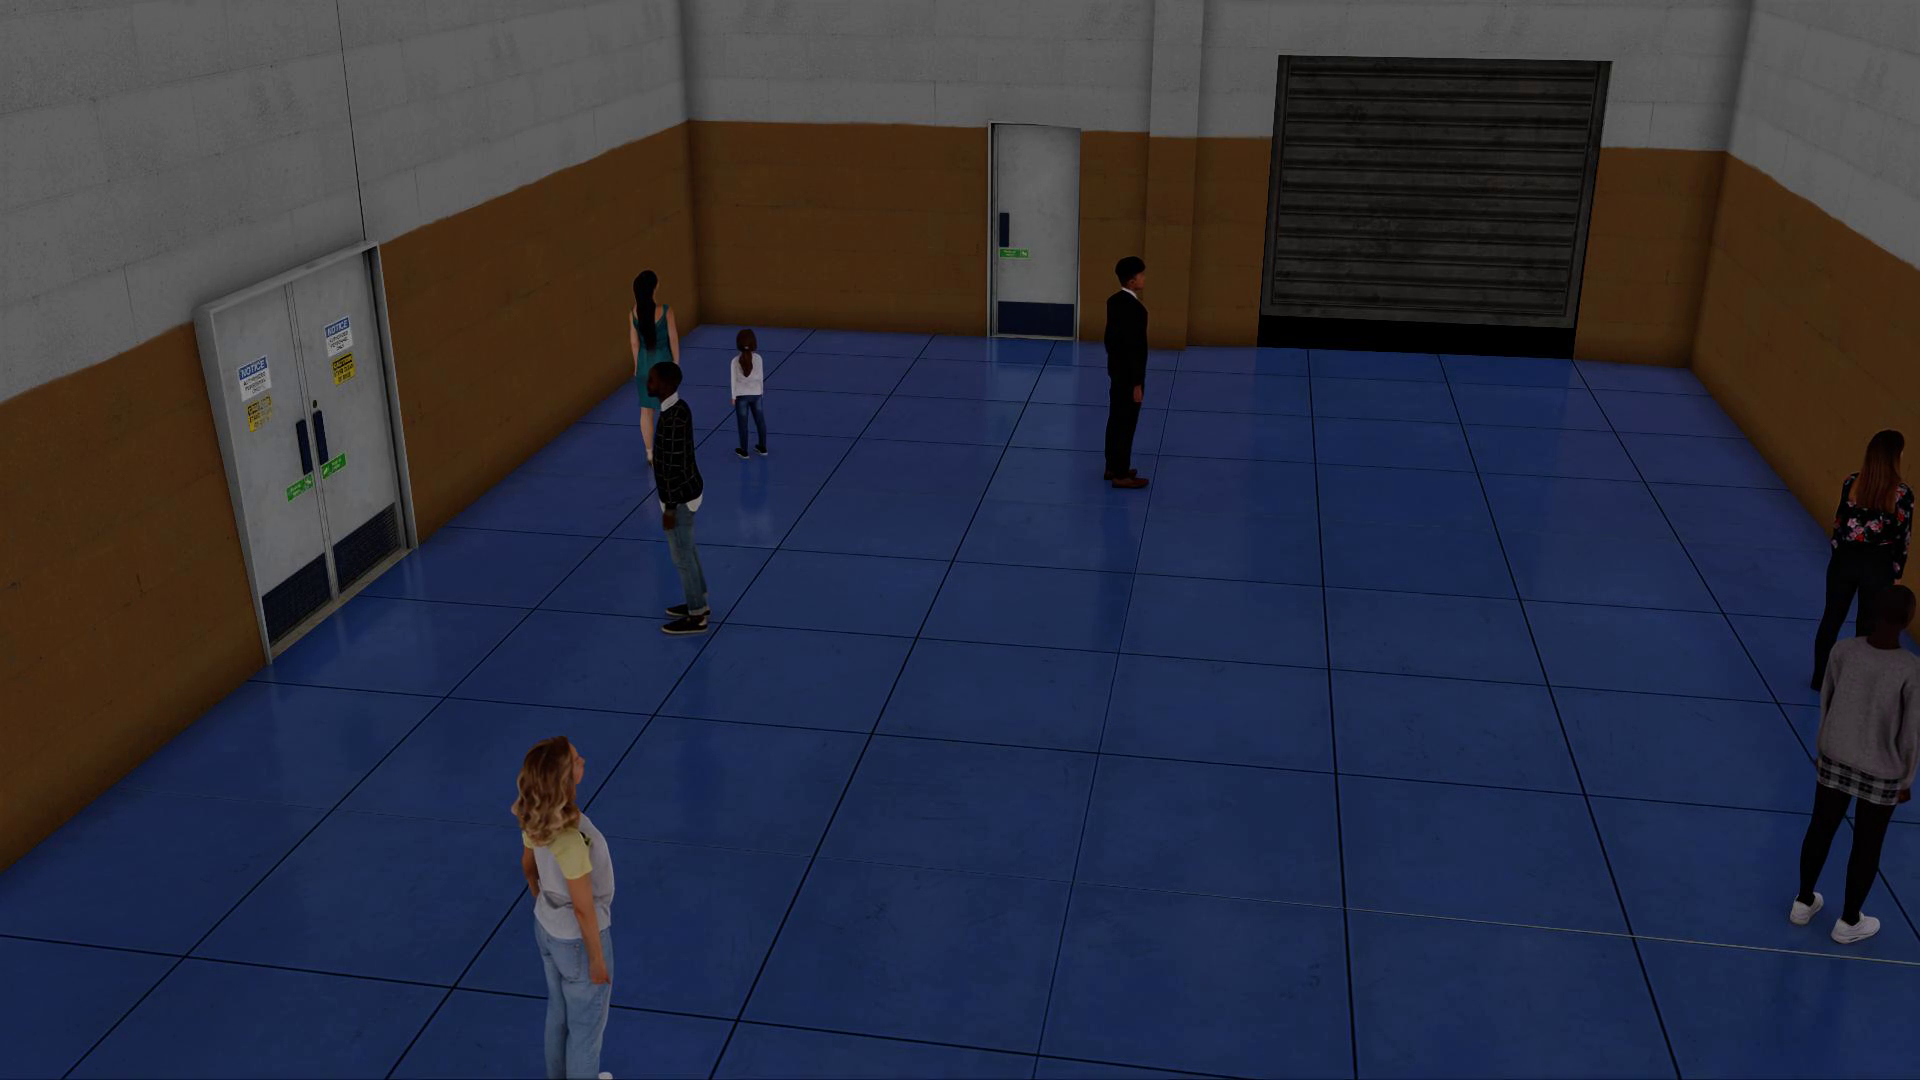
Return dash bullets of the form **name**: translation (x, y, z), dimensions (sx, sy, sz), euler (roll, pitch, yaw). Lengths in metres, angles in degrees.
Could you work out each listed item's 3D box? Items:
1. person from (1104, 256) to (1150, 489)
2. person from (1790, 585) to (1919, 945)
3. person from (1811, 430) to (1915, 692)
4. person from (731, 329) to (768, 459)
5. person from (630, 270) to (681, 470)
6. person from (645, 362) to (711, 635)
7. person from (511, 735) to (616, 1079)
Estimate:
- **person**: translation (1.327, -1.355, 13.399), dimensions (0.721, 1.884, 0.775), euler (-6, 23, -14)
- **person**: translation (4.136, 1.020, 7.638), dimensions (0.752, 1.772, 0.683), euler (-16, 27, -34)
- **person**: translation (5.396, 0.146, 9.931), dimensions (0.703, 1.683, 0.625), euler (-18, 28, -37)
- **person**: translation (-1.807, -1.263, 14.207), dimensions (0.519, 1.110, 0.584), euler (-12, 25, -27)
- **person**: translation (-2.526, -1.413, 13.808), dimensions (0.456, 1.687, 0.621), euler (1, 22, 3)
- **person**: translation (-1.807, -0.280, 10.810), dimensions (0.661, 1.819, 0.710), euler (-3, 22, -7)
- **person**: translation (-1.503, 1.528, 6.419), dimensions (0.771, 1.723, 0.693), euler (-17, 28, -36)
